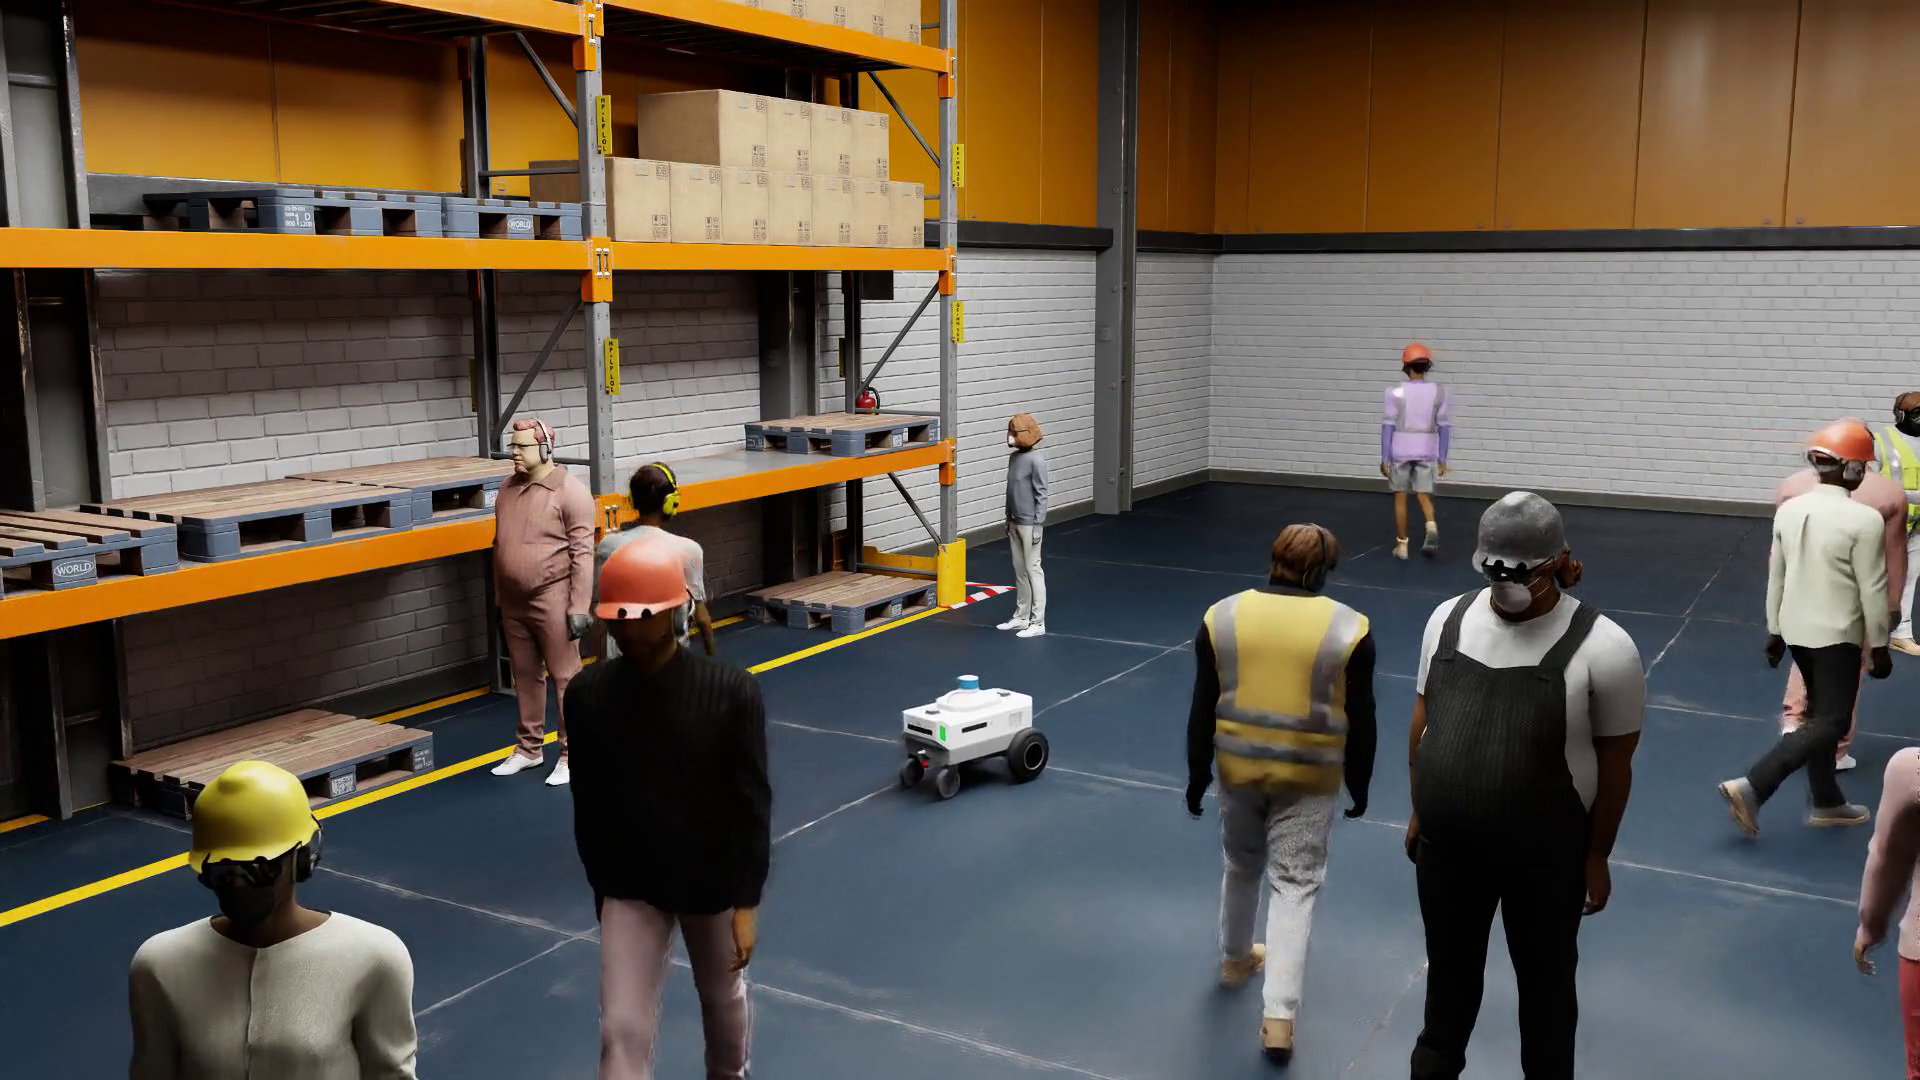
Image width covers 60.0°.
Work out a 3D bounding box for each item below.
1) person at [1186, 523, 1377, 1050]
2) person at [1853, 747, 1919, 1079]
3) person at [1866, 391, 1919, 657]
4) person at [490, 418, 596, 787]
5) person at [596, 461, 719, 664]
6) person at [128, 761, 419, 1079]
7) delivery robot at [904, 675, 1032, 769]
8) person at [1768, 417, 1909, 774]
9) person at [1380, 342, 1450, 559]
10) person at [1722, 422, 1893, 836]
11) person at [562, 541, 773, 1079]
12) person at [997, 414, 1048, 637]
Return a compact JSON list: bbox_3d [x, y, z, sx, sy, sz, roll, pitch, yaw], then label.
[{"bbox_3d":[1.116,0.836,5.842,0.646,1.791,0.893,4,10,24],"label":"person"},{"bbox_3d":[2.650,1.088,4.350,0.534,1.743,0.572,4,10,24],"label":"person"},{"bbox_3d":[6.514,-0.107,11.509,0.619,1.845,0.430,-1,9,-9],"label":"person"},{"bbox_3d":[-2.196,0.319,8.648,0.639,1.909,0.407,5,10,29],"label":"person"},{"bbox_3d":[-1.338,0.550,7.522,0.521,1.807,1.022,3,10,18],"label":"person"},{"bbox_3d":[-1.283,1.272,3.139,0.525,1.769,0.310,-1,9,-9],"label":"person"},{"bbox_3d":[0.044,0.948,8.637,0.707,0.478,0.477,-9,13,-44],"label":"delivery robot"},{"bbox_3d":[4.675,0.295,8.868,0.444,1.893,0.637,-8,12,-42],"label":"person"},{"bbox_3d":[4.171,-0.793,15.234,0.610,2.025,0.709,0,9,-2],"label":"person"},{"bbox_3d":[3.977,0.429,7.765,0.854,1.969,0.609,-2,9,-11],"label":"person"},{"bbox_3d":[-0.811,0.956,4.643,0.610,1.931,1.073,1,9,4],"label":"person"},{"bbox_3d":[0.467,-0.109,12.171,0.265,1.631,0.508,-4,10,-24],"label":"person"}]
